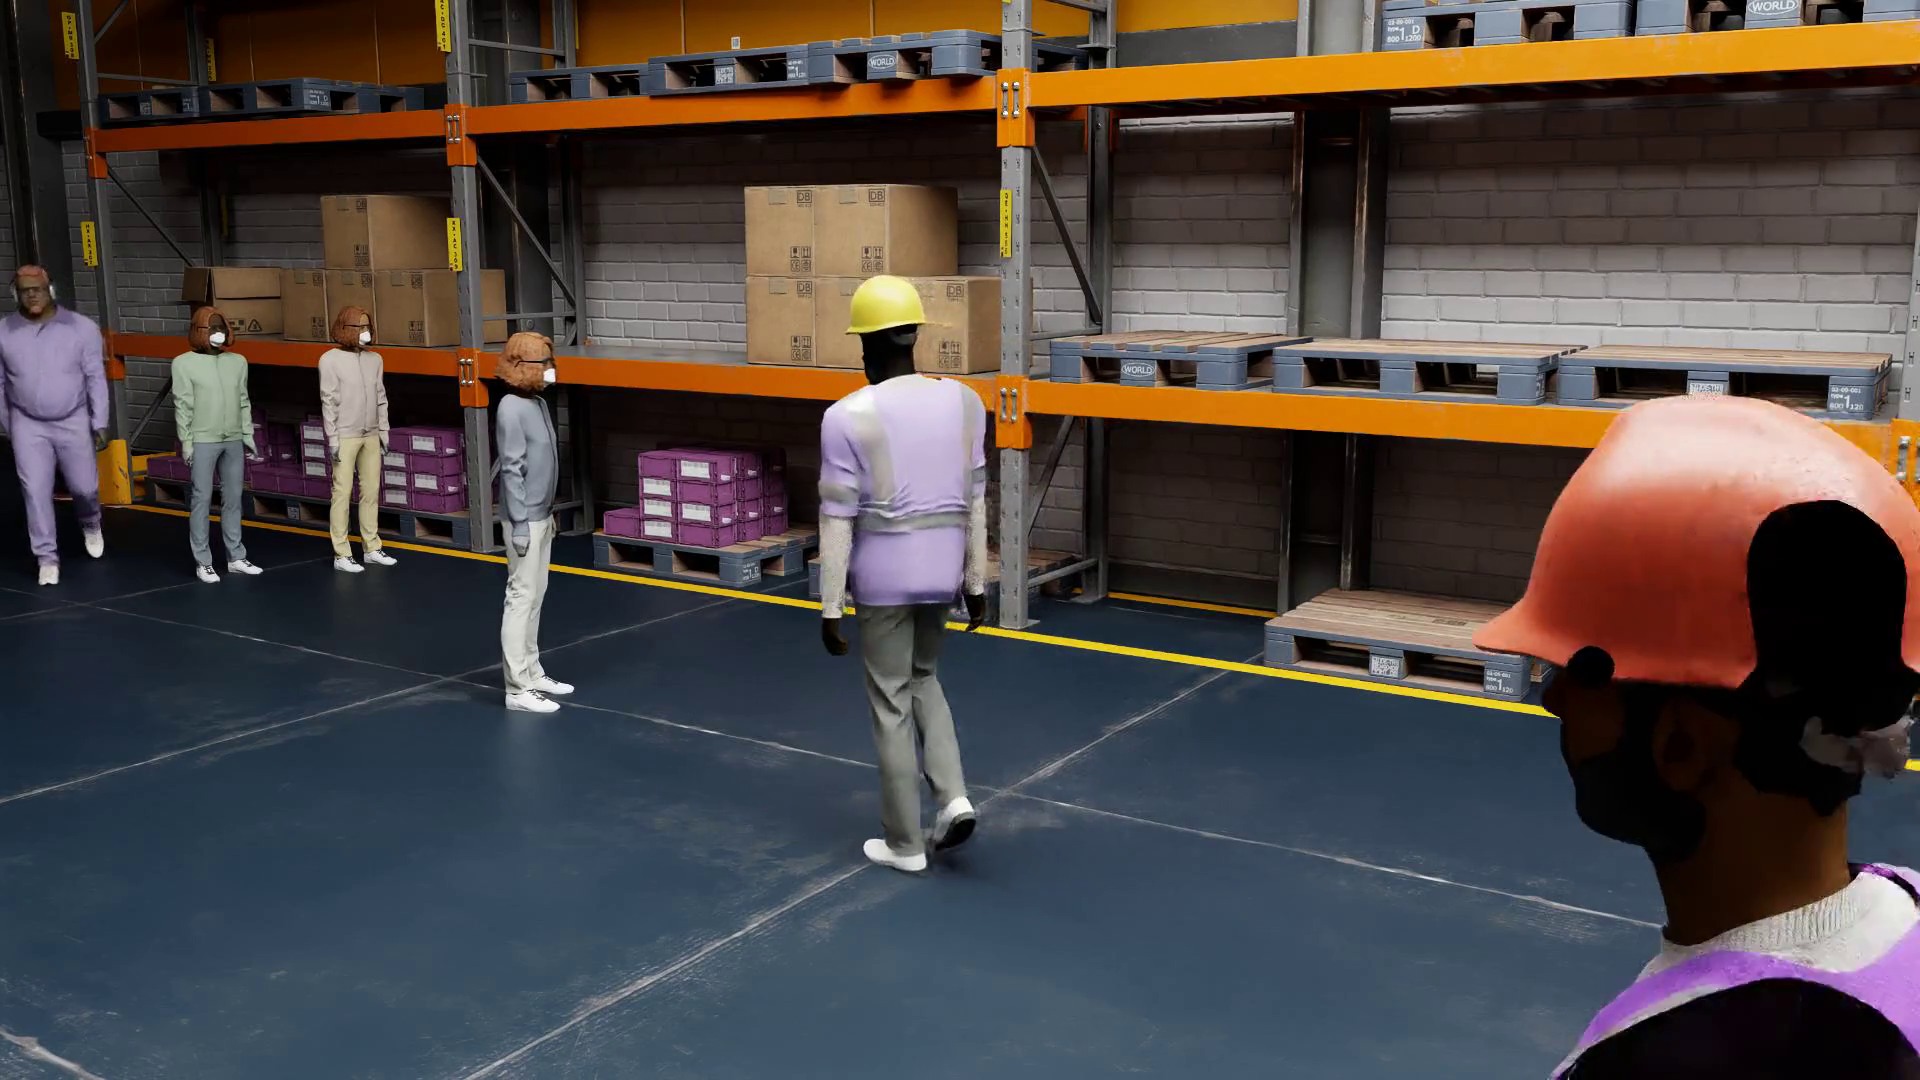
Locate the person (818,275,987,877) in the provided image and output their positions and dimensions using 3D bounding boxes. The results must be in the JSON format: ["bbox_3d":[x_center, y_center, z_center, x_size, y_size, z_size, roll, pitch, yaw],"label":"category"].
[{"bbox_3d":[-0.196,0.124,5.290,0.607,1.910,0.415,-7,12,-35],"label":"person"}]

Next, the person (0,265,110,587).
[{"bbox_3d":[-5.446,-0.707,9.993,0.634,1.884,0.778,-5,11,-25],"label":"person"}]

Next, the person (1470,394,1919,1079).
[{"bbox_3d":[0.565,0.858,1.200,0.559,1.920,0.547,10,14,44],"label":"person"}]

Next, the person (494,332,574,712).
[{"bbox_3d":[-1.858,-0.082,7.210,0.265,1.632,0.507,0,10,0],"label":"person"}]

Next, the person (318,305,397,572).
[{"bbox_3d":[-3.708,-0.621,10.227,0.277,1.629,0.496,5,11,27],"label":"person"}]

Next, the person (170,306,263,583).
[{"bbox_3d":[-4.434,-0.565,9.934,0.284,1.618,0.497,6,12,30],"label":"person"}]
